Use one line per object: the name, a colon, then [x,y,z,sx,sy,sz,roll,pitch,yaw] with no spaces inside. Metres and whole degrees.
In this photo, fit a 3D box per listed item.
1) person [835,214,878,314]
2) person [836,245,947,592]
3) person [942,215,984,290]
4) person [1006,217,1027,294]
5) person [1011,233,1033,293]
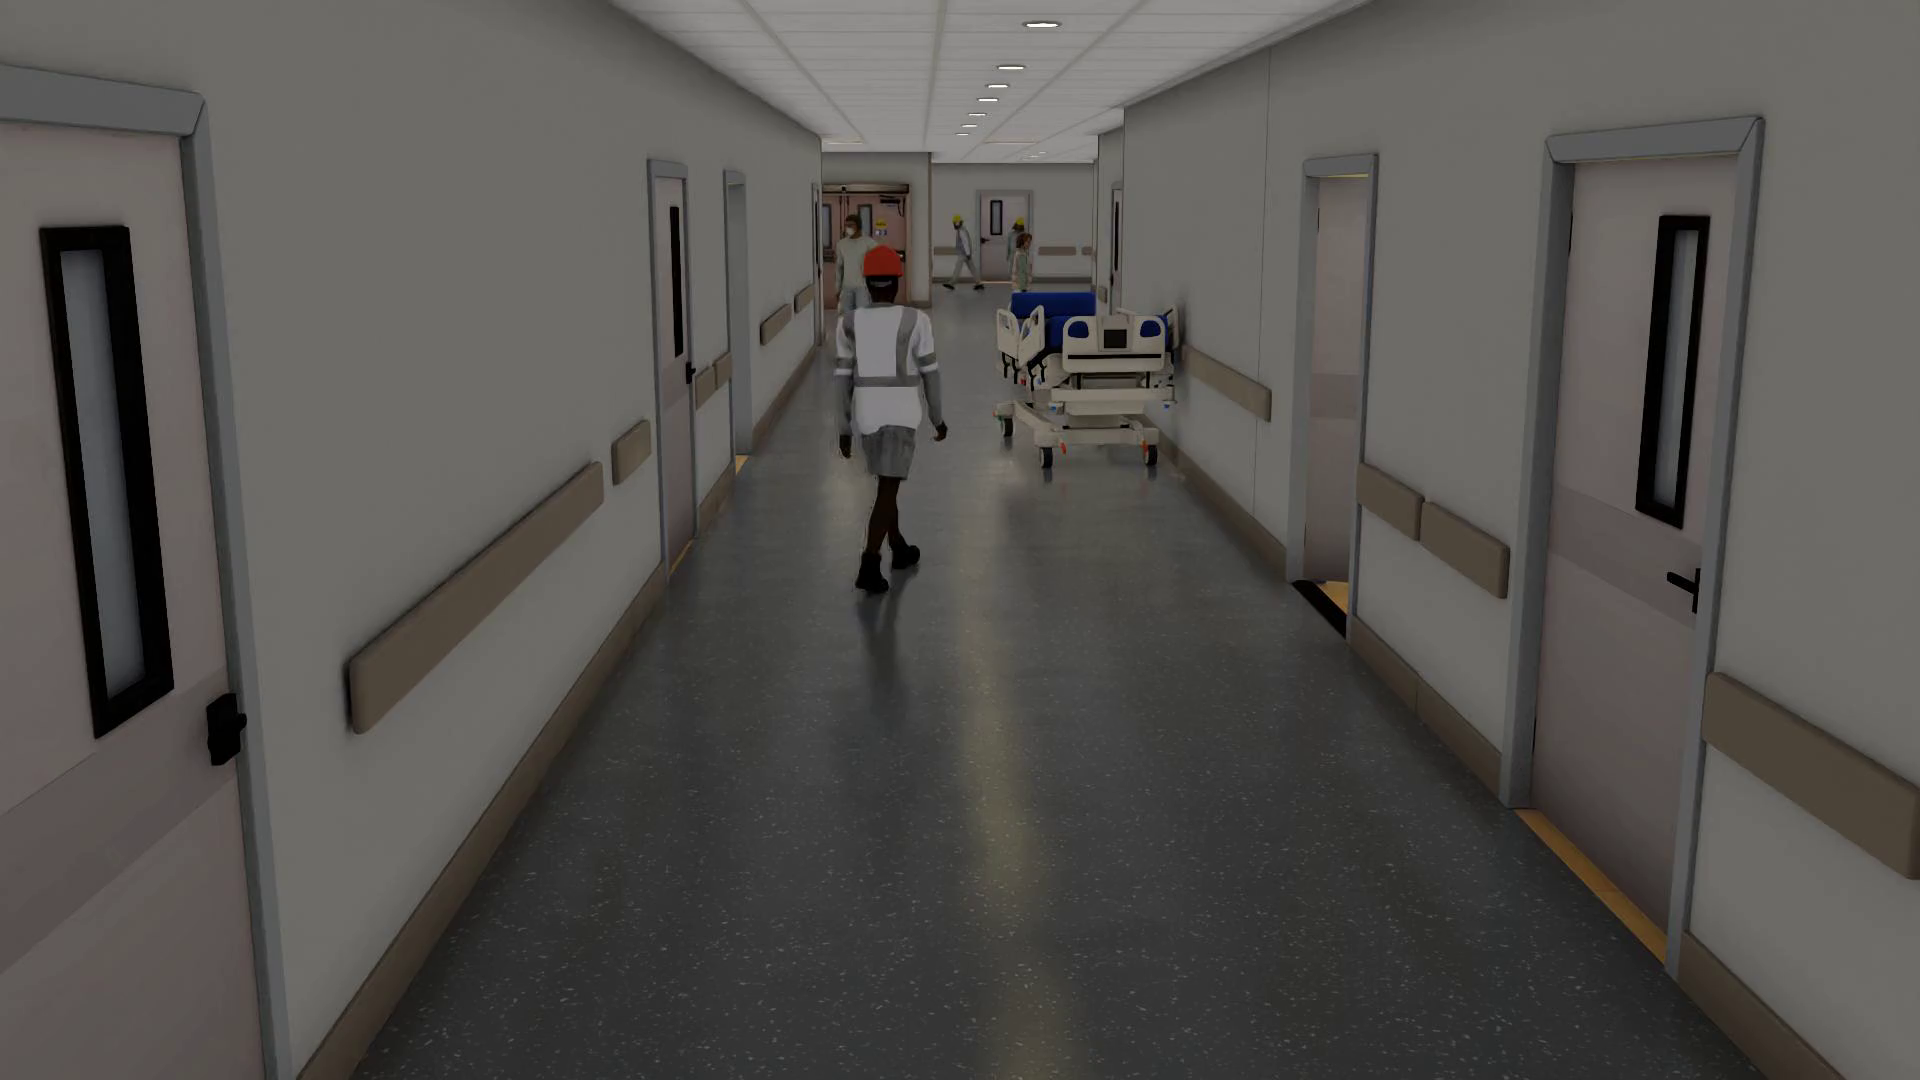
person: [-1.356,-3.299,21.833,0.628,1.942,0.392,7,13,30]
person: [-0.420,-0.678,9.223,0.551,1.888,1.026,4,12,20]
person: [0.107,-6.761,39.164,1.008,1.749,0.597,2,12,11]
person: [1.289,-6.415,37.555,0.519,1.710,0.549,6,13,26]
person: [0.899,-3.641,24.230,0.315,1.636,0.514,-1,12,-4]
